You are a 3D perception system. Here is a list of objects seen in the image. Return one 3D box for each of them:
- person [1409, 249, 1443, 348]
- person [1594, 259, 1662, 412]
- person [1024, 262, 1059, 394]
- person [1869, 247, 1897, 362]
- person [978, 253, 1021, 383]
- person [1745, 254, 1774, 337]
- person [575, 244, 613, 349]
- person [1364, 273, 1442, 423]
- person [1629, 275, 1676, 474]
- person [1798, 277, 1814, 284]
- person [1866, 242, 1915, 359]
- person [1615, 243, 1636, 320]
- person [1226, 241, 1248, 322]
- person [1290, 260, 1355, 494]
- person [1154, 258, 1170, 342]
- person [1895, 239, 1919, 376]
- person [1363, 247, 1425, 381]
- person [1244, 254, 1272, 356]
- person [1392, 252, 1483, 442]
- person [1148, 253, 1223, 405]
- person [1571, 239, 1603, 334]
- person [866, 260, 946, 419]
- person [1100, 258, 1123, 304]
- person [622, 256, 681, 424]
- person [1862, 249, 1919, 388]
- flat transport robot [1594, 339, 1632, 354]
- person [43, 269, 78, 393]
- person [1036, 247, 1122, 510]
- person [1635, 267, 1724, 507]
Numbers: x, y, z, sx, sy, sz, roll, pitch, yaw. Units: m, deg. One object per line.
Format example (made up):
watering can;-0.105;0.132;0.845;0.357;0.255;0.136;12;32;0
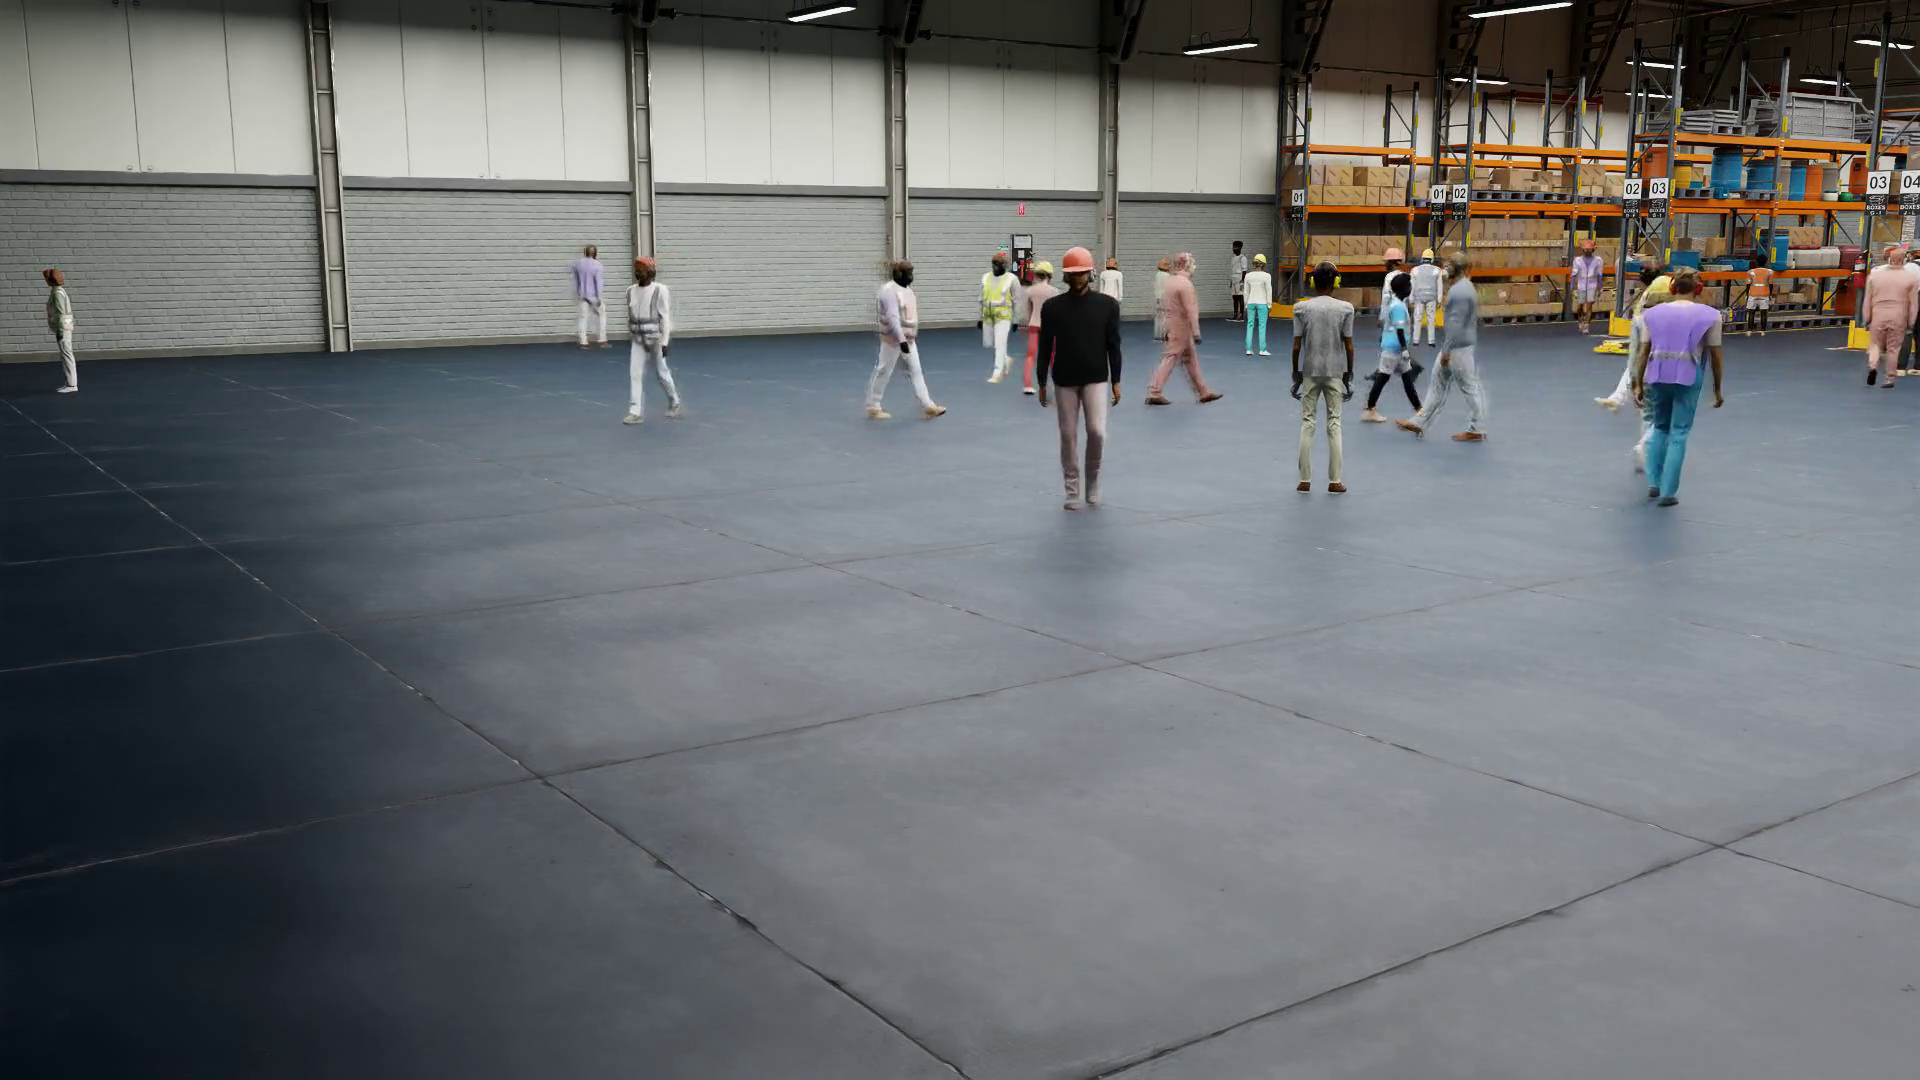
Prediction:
person;8.622;-4.463;30.794;0.600;1.830;0.404;3;11;18
person;7.911;-2.339;19.259;0.959;1.788;0.651;3;11;15
person;1.113;-2.784;21.877;0.540;1.714;0.939;7;12;34
person;15.222;-3.851;27.306;0.574;1.882;0.356;10;14;44
person;0.568;-3.147;23.600;0.637;1.827;0.693;7;12;33
person;16.448;-5.024;34.244;0.541;1.696;0.315;3;11;17
person;-6.767;-4.478;30.678;0.654;1.911;0.793;5;11;24
person;4.891;-2.106;18.348;0.850;1.648;0.550;3;11;14
person;5.960;-1.401;14.277;0.650;1.723;0.493;-9;14;-41
person;25.614;-7.920;50.334;0.511;1.614;0.607;2;10;10
person;15.869;-4.018;28.034;0.961;1.949;0.634;1;10;4
person;14.744;-5.593;36.785;0.410;1.909;0.643;-2;10;-8
person;6.751;-6.295;40.469;0.368;1.967;0.600;-4;11;-19
person;2.910;-1.299;13.337;0.508;1.876;0.329;3;11;17
person;4.002;-4.722;32.761;0.267;1.632;0.507;-4;11;-19
person;14.146;-3.460;24.725;0.678;2.000;0.535;-3;11;-16
person;6.197;-3.178;23.547;0.859;1.913;0.550;7;12;32
person;5.184;-4.081;28.892;0.523;1.765;0.316;7;13;35
person;4.848;-1.926;16.700;0.957;1.896;0.656;2;11;13
person;2.766;-2.584;20.430;0.989;1.851;0.668;-1;10;-6
person;13.401;-5.419;35.559;0.613;2.023;0.706;5;11;24
person;-0.652;-2.234;18.684;0.940;1.797;0.633;5;12;27
person;3.103;-4.968;34.139;0.501;1.623;0.293;6;12;29
person;-3.432;-2.233;18.543;0.585;1.850;0.938;5;11;24
person;12.667;-3.009;22.648;0.671;1.893;0.454;8;13;39
flat transport robot;11.975;-3.445;29.497;1.431;0.197;0.652;-7;12;-33
person;-11.904;-2.765;22.024;0.315;1.636;0.515;-5;12;-27
person;0.888;-1.200;12.505;0.647;1.974;0.451;1;10;8
person;5.557;-1.178;12.827;0.578;1.819;0.710;9;14;40
